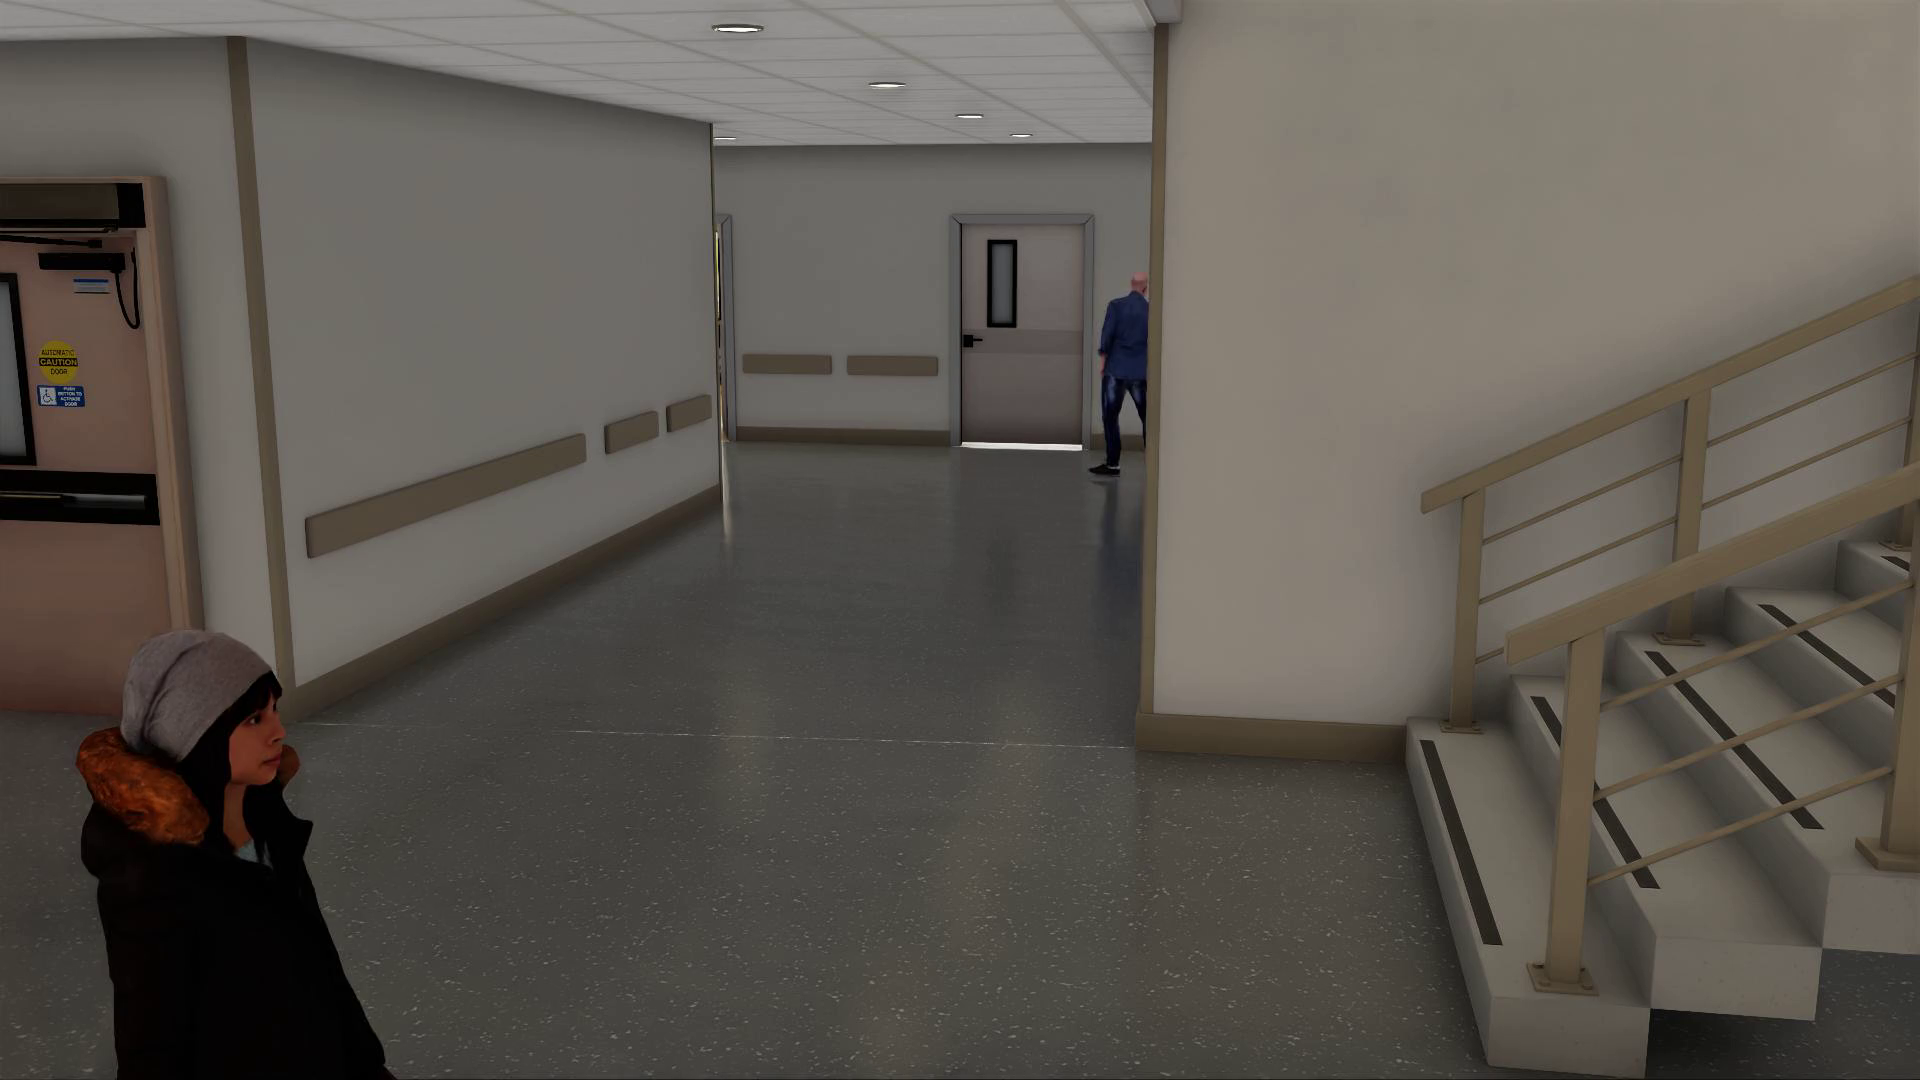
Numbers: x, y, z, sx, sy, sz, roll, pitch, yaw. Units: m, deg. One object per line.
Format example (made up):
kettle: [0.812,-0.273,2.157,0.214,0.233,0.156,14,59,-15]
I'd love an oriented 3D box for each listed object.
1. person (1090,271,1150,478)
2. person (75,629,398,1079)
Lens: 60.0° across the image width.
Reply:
person: [1.443,-1.453,14.665,0.859,1.806,1.013,-7,13,-31]
person: [-1.216,0.942,2.612,1.101,1.594,0.797,-1,11,-4]
